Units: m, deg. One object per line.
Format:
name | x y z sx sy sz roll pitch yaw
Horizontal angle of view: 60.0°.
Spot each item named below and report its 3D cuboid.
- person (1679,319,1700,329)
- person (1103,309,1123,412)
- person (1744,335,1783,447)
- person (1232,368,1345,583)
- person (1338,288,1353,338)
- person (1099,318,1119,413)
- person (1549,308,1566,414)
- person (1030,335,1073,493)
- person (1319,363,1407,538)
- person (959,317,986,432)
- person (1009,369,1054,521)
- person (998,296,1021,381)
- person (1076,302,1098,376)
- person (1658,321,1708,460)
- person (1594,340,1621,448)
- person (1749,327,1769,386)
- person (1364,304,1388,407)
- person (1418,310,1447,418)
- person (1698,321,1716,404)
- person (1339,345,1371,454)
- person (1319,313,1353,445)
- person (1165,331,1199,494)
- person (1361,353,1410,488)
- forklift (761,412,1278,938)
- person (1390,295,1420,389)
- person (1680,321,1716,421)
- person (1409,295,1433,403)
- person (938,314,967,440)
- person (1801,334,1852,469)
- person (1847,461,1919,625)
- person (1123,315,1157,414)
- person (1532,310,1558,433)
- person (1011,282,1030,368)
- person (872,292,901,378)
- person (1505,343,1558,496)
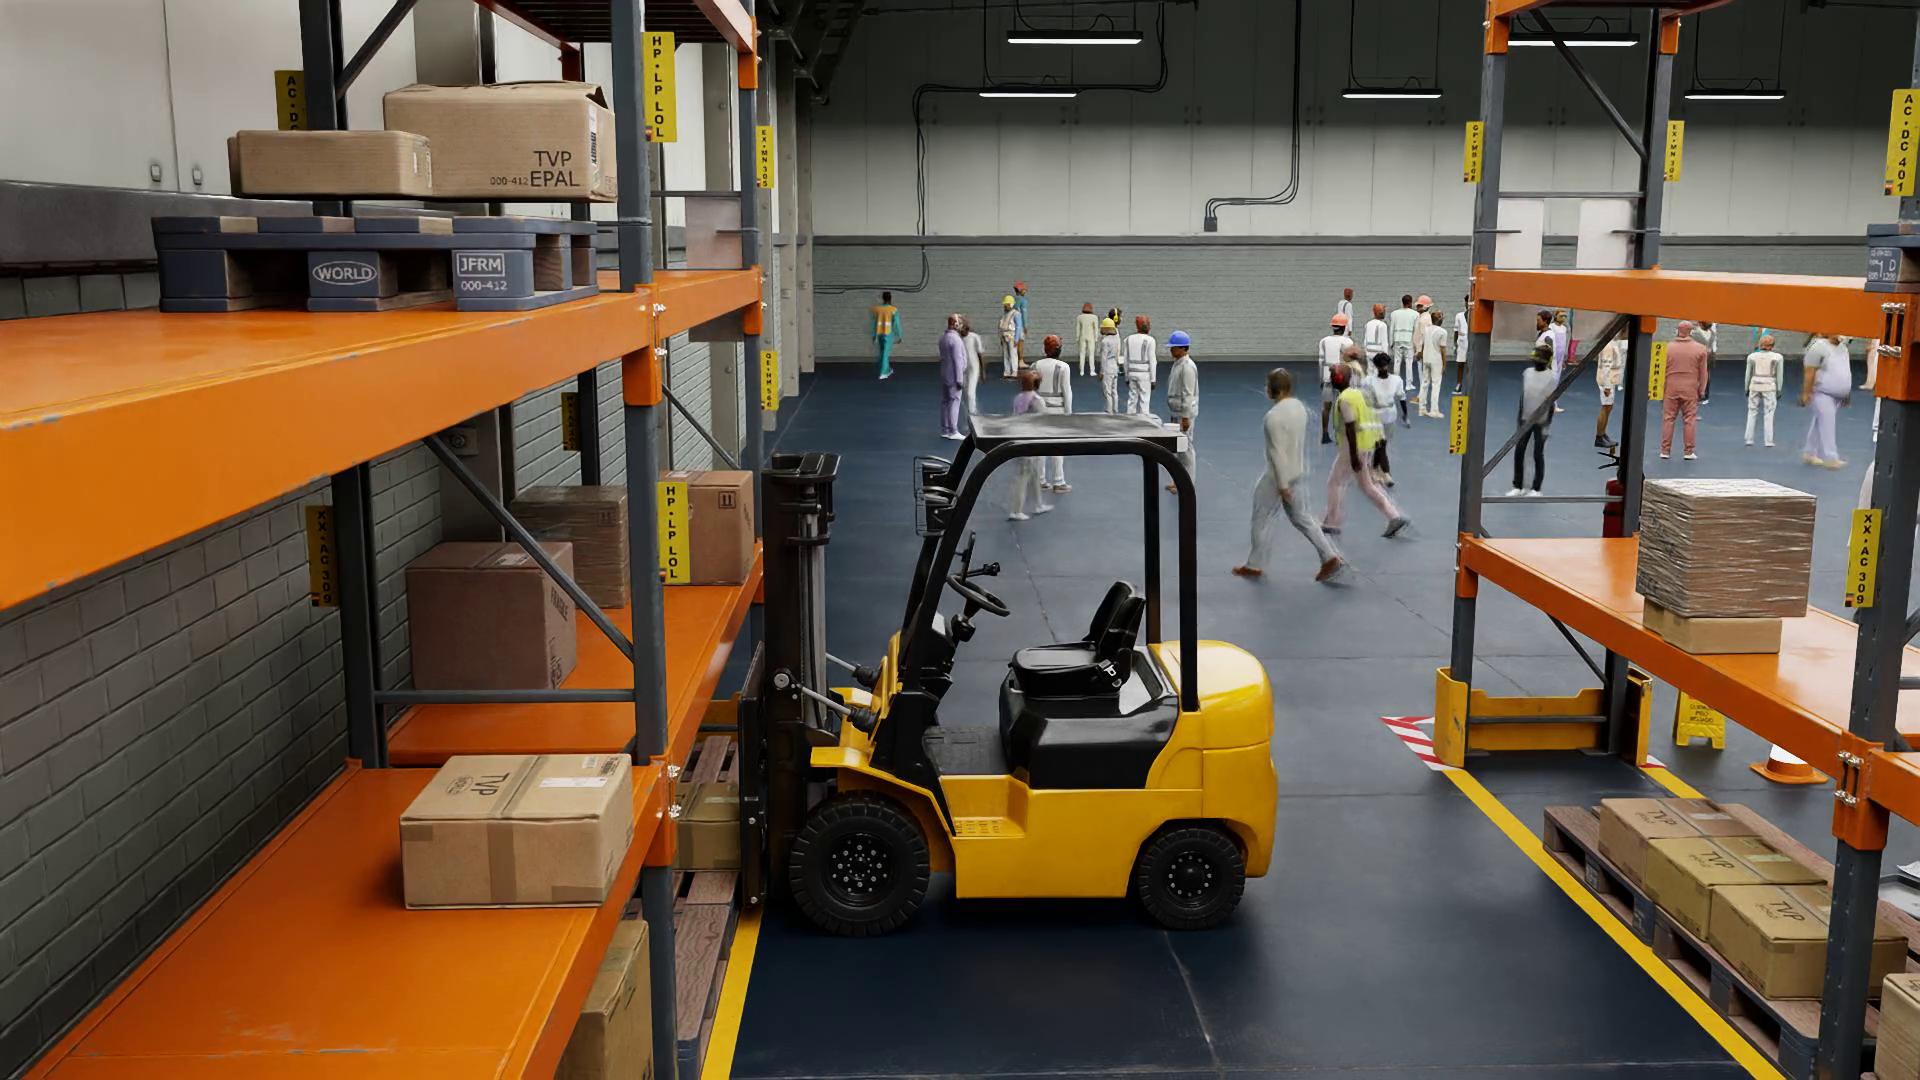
person | 14.184 -3.751 32.243 0.634 1.939 0.367 -6 12 -29
person | 2.592 -2.994 28.244 0.321 1.862 0.545 -2 10 -9
person | 11.749 -2.178 24.345 0.519 1.633 0.314 9 13 41
person | 2.897 -0.559 14.591 0.958 1.908 0.628 8 13 39
person | 9.230 -5.082 39.836 0.371 1.878 0.588 -2 10 -13
person | 2.433 -2.777 27.391 0.315 1.736 0.486 6 12 30
person | 10.383 -3.128 29.026 0.506 1.847 0.346 -7 12 -34
person | 1.100 -1.501 19.864 0.578 1.883 0.353 8 13 38
person | 4.073 -0.906 16.875 0.942 1.783 0.585 6 12 31
person | 0.080 -2.604 26.203 0.544 1.810 0.752 6 12 31
person | 0.820 -1.024 17.937 0.775 1.611 0.512 -6 12 -29
person | 1.058 -4.343 35.835 0.404 1.831 0.600 -7 12 -33
person | 2.843 -4.496 37.237 0.501 1.633 0.285 3 11 18
person | 9.924 -2.053 22.877 0.642 1.907 0.410 5 12 28
person | 9.475 -2.301 24.215 0.386 1.924 0.548 5 11 27
person | 16.601 -4.113 34.559 0.355 1.836 0.514 6 12 30
person | 7.432 -3.257 29.643 0.352 1.883 0.580 -4 11 -22
person | 8.040 -2.982 28.255 0.340 1.839 0.511 -8 13 -36
person | 13.757 -3.471 30.739 0.379 1.917 0.596 7 12 34
person | 5.288 -1.822 22.367 0.409 1.619 0.581 2 10 12
person | 5.569 -2.374 24.571 0.548 1.937 0.358 8 13 38
person | 2.630 -1.513 19.792 0.420 1.940 0.611 -1 10 -5
person | 5.189 -1.468 20.340 0.595 1.638 0.840 -2 10 -10
forklift | 0.291 0.548 7.580 2.313 2.155 1.214 0 10 -2
person | 9.015 -4.007 33.735 0.595 1.912 0.374 6 12 31
person | 12.343 -2.897 27.787 0.601 1.822 0.451 -5 11 -26
person | 8.569 -3.527 30.830 0.374 1.997 0.613 4 11 20
person | -0.088 -2.468 25.205 0.399 1.902 0.644 -4 11 -21
person | 11.562 -1.954 21.946 0.705 2.000 0.900 -5 12 -28
person | 6.126 0.111 11.028 0.388 1.837 0.560 1 10 6
person | 2.726 -2.445 25.119 0.362 1.883 0.575 -10 14 -43
person | 9.143 -2.628 26.038 0.391 1.920 0.587 2 10 12
person | 1.401 -5.092 39.430 0.394 2.040 0.608 -8 13 -37
person | -1.586 -4.522 36.720 0.614 1.868 0.968 5 11 24
person | 6.616 -1.348 19.156 0.602 1.829 0.554 -8 13 -38
